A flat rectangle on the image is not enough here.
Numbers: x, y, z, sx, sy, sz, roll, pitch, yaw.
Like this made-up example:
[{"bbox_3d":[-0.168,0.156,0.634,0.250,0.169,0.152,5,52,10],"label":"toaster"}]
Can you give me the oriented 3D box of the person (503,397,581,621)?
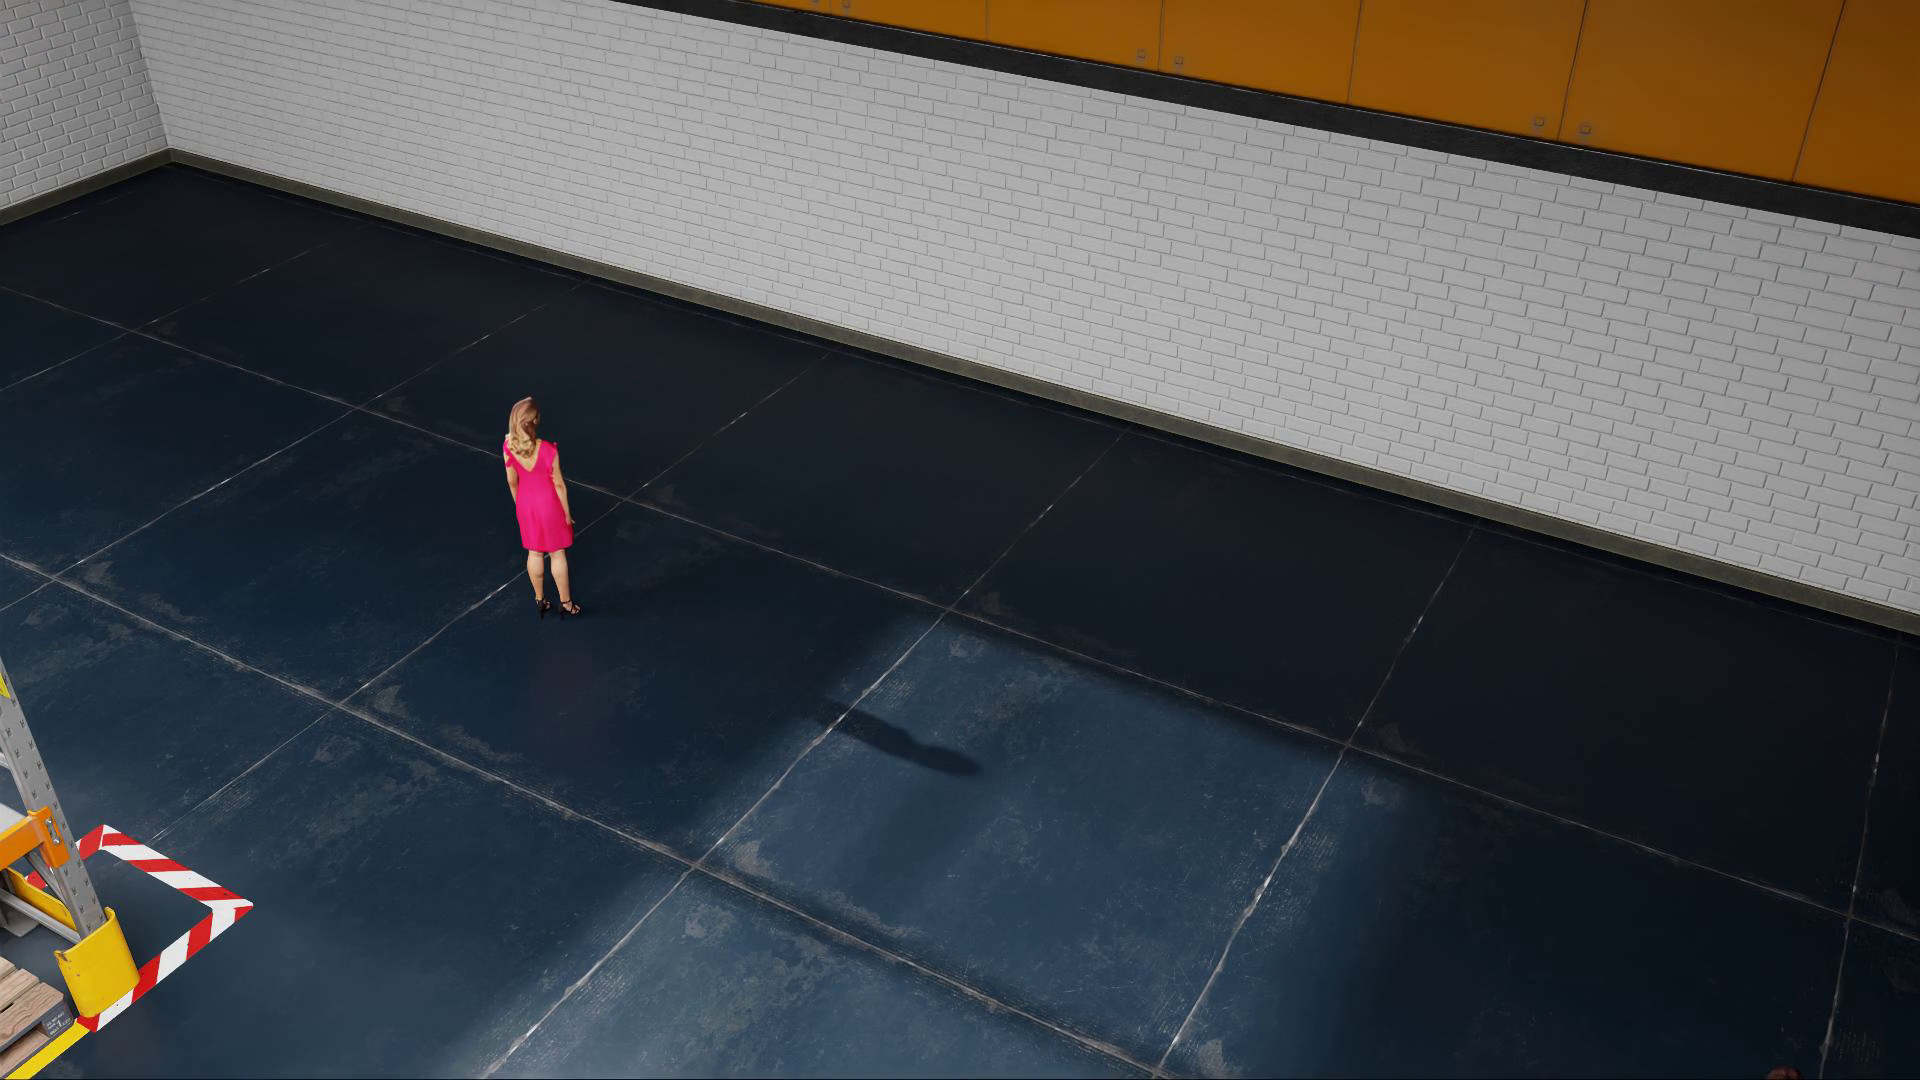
[{"bbox_3d":[-2.924,-0.209,11.566,0.632,1.728,0.624,8,34,11],"label":"person"}]
